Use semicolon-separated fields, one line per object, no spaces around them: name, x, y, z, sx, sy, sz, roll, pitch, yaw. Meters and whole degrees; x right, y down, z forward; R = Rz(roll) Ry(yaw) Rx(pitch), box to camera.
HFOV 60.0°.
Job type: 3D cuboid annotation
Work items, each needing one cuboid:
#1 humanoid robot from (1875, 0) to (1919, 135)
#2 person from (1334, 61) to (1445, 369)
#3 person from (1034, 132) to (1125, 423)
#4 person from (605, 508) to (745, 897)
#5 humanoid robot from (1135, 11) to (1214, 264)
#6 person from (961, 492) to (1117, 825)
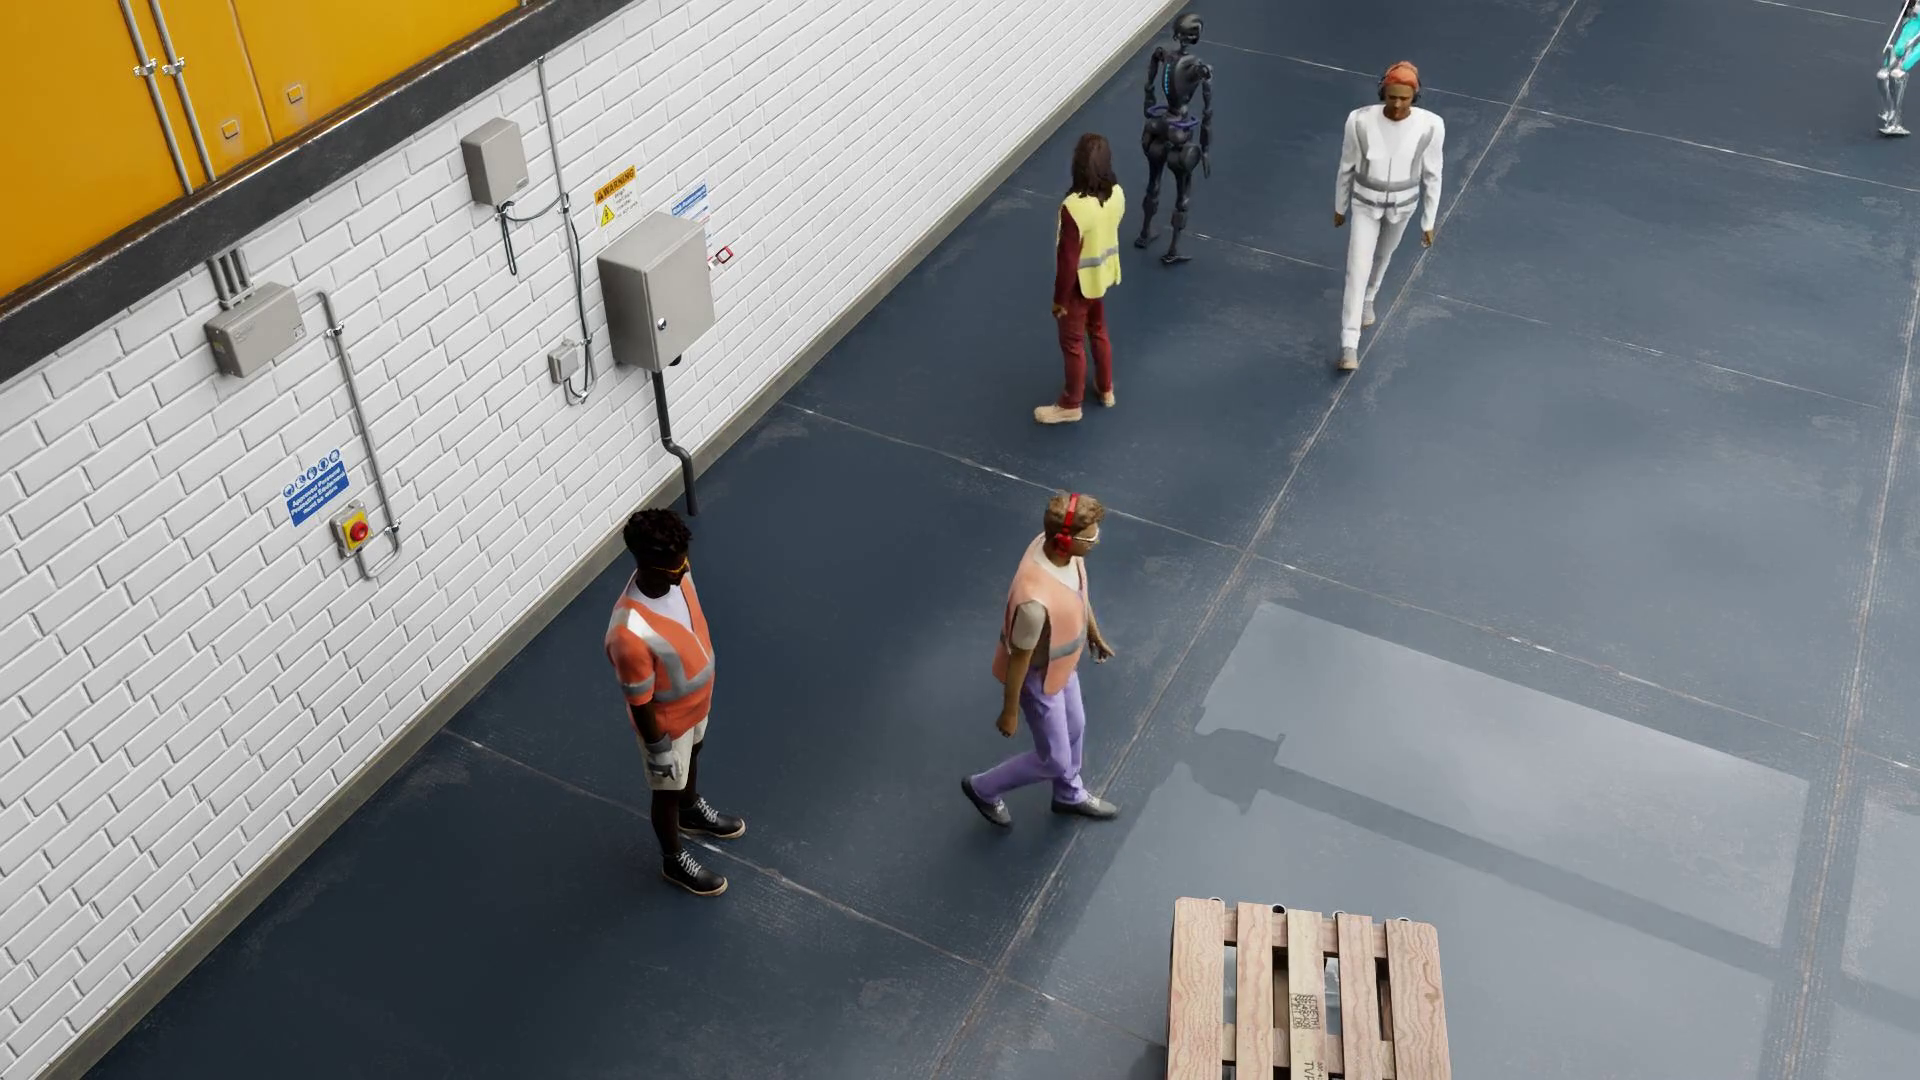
humanoid robot;7.011;-3.805;12.143;0.754;1.799;0.546;-23;46;-24
person;2.518;-1.950;9.899;0.593;1.832;0.979;6;41;7
person;0.731;-1.449;9.382;0.363;1.757;0.601;27;47;27
person;-1.162;0.656;6.782;0.368;1.962;0.602;7;41;8
humanoid robot;1.385;-2.624;10.797;0.338;1.654;0.601;-31;50;-31
person;0.363;0.554;7.001;0.723;1.822;0.621;9;42;10
